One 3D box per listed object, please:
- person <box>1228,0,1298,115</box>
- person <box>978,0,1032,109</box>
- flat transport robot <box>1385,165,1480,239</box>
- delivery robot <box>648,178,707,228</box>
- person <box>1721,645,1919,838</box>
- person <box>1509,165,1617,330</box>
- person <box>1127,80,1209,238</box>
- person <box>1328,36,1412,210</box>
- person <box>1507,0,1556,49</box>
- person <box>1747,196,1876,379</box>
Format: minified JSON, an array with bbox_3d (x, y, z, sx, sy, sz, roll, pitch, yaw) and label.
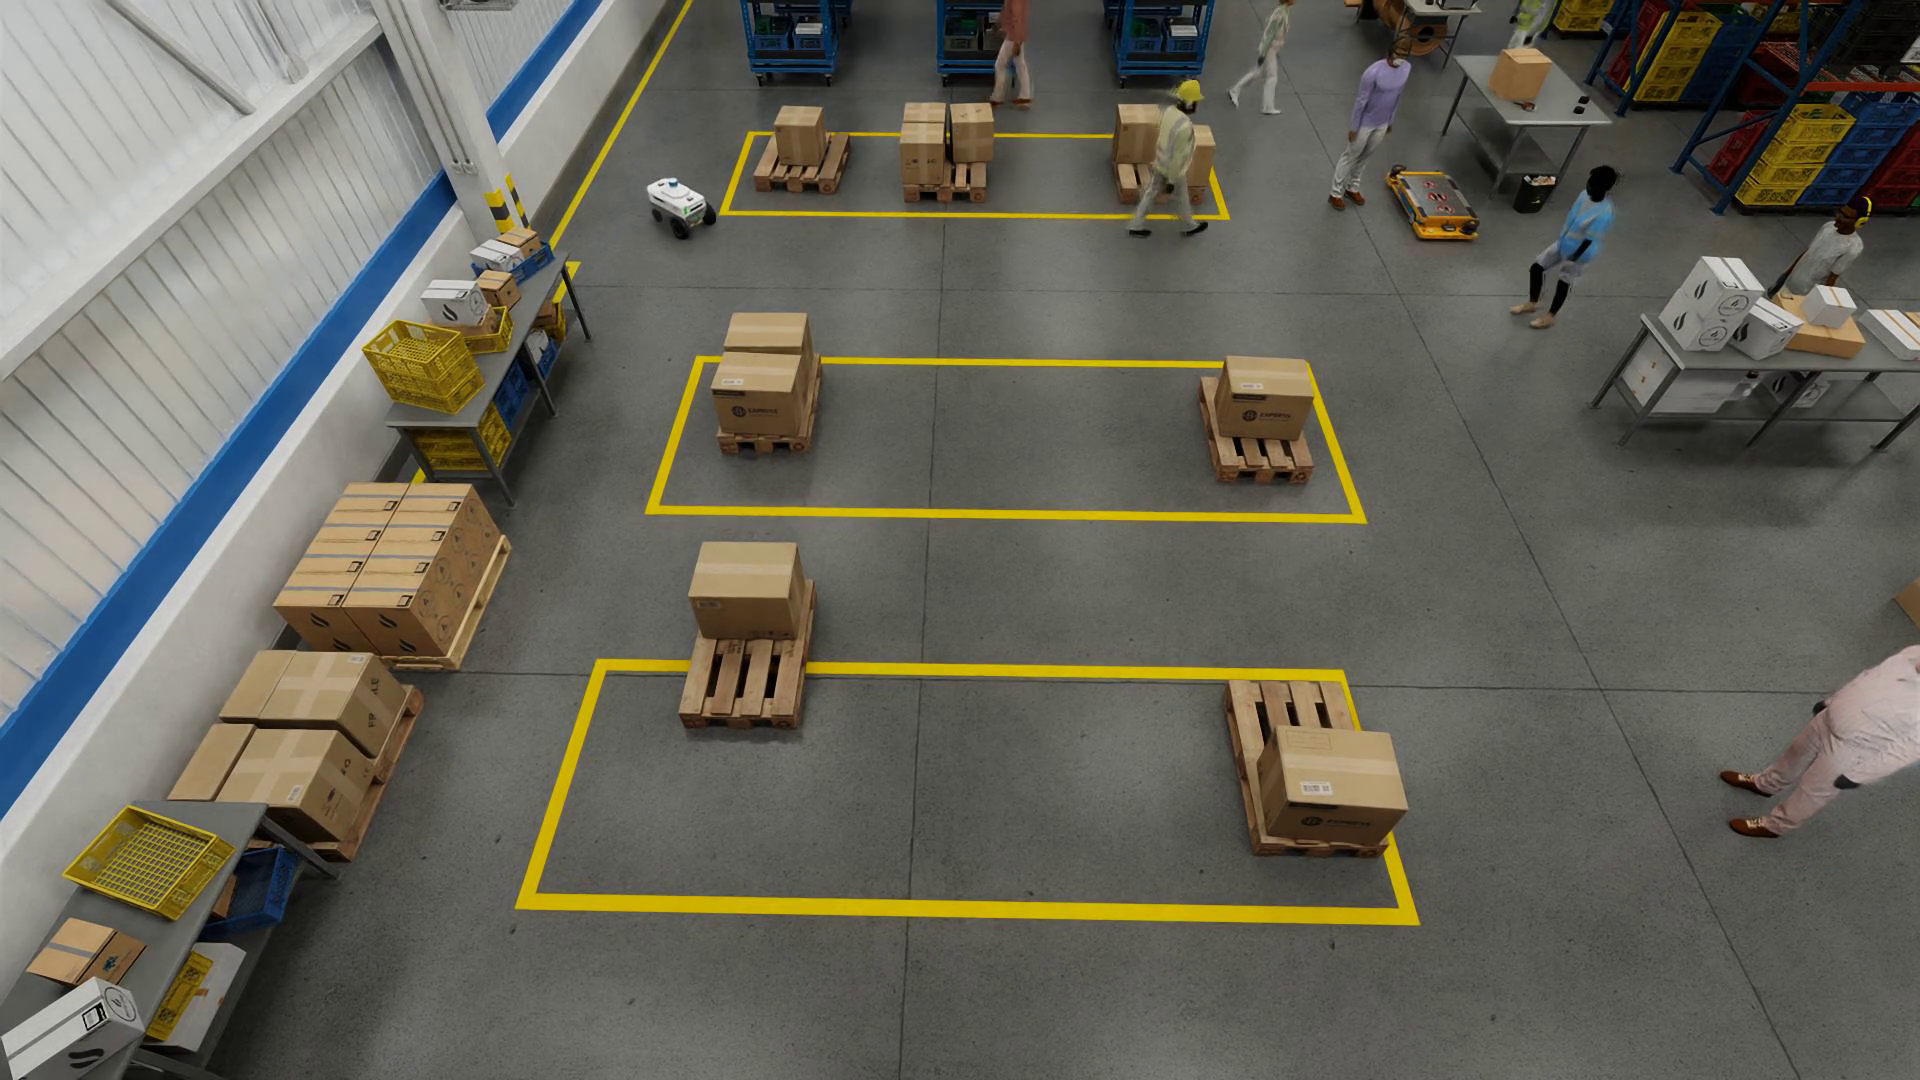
[{"bbox_3d":[4.120,-6.617,12.365,0.757,1.602,0.516,15,51,13],"label":"person"},{"bbox_3d":[0.650,-6.760,12.250,0.796,1.957,0.675,5,49,5],"label":"person"},{"bbox_3d":[5.692,-4.094,11.059,0.652,0.197,1.431,1,49,1],"label":"flat transport robot"},{"bbox_3d":[-3.305,-3.978,10.706,0.707,0.478,0.477,31,56,25],"label":"delivery robot"},{"bbox_3d":[5.272,1.161,5.443,0.403,1.900,0.641,17,51,14],"label":"person"},{"bbox_3d":[5.997,-2.871,9.072,0.460,1.678,0.533,-3,49,-3],"label":"person"},{"bbox_3d":[2.398,-4.155,10.120,0.948,1.780,0.601,-10,50,-9],"label":"person"},{"bbox_3d":[4.753,-4.802,10.581,0.627,1.934,0.370,-18,52,-15],"label":"person"},{"bbox_3d":[7.920,-7.113,12.653,0.628,1.840,0.758,15,51,13],"label":"person"},{"bbox_3d":[7.715,-2.287,8.455,0.315,1.858,0.515,3,49,3],"label":"person"}]
